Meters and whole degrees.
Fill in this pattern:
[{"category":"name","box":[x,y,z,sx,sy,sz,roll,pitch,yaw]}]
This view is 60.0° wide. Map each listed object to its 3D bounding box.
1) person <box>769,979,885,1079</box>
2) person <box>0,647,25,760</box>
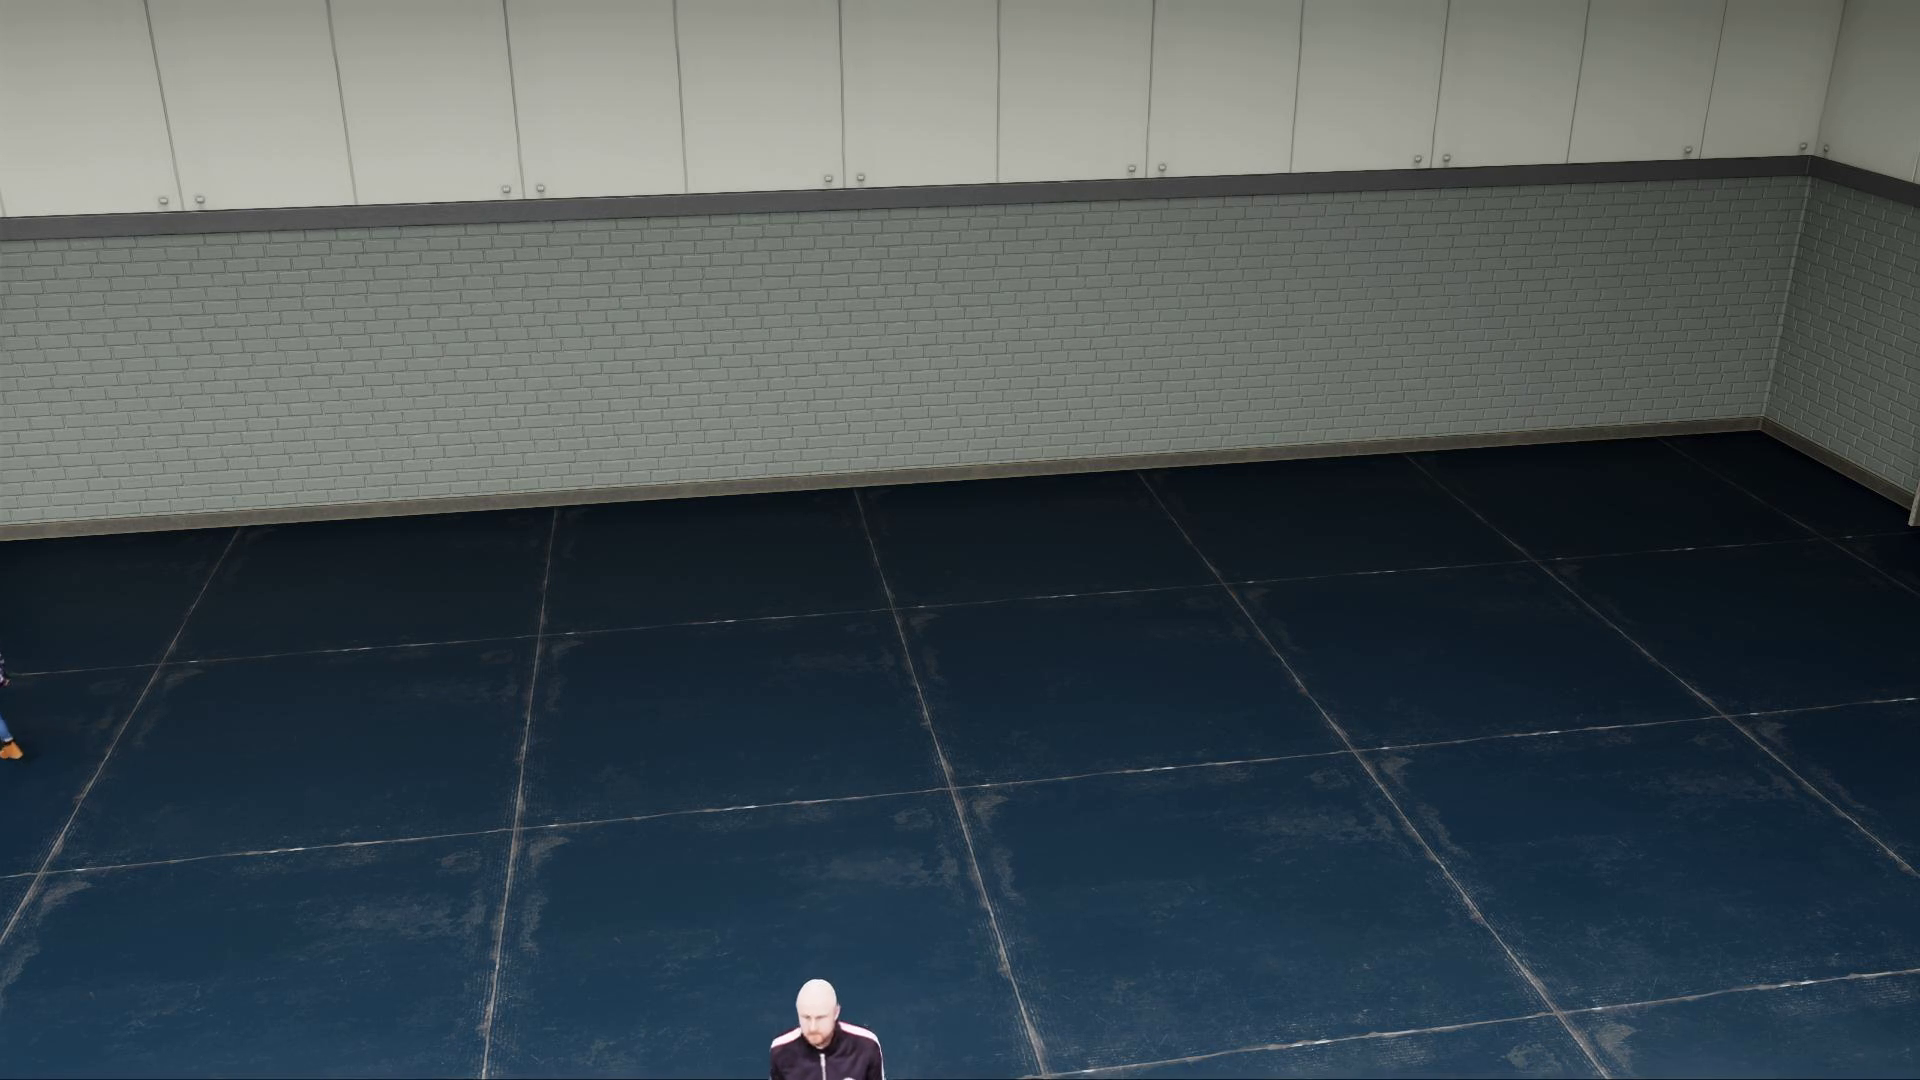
[{"category":"person","box":[-0.560,2.641,7.328,0.760,1.819,0.920,0,23,0]},{"category":"person","box":[-6.970,1.017,11.904,0.852,1.226,0.843,12,26,26]}]
